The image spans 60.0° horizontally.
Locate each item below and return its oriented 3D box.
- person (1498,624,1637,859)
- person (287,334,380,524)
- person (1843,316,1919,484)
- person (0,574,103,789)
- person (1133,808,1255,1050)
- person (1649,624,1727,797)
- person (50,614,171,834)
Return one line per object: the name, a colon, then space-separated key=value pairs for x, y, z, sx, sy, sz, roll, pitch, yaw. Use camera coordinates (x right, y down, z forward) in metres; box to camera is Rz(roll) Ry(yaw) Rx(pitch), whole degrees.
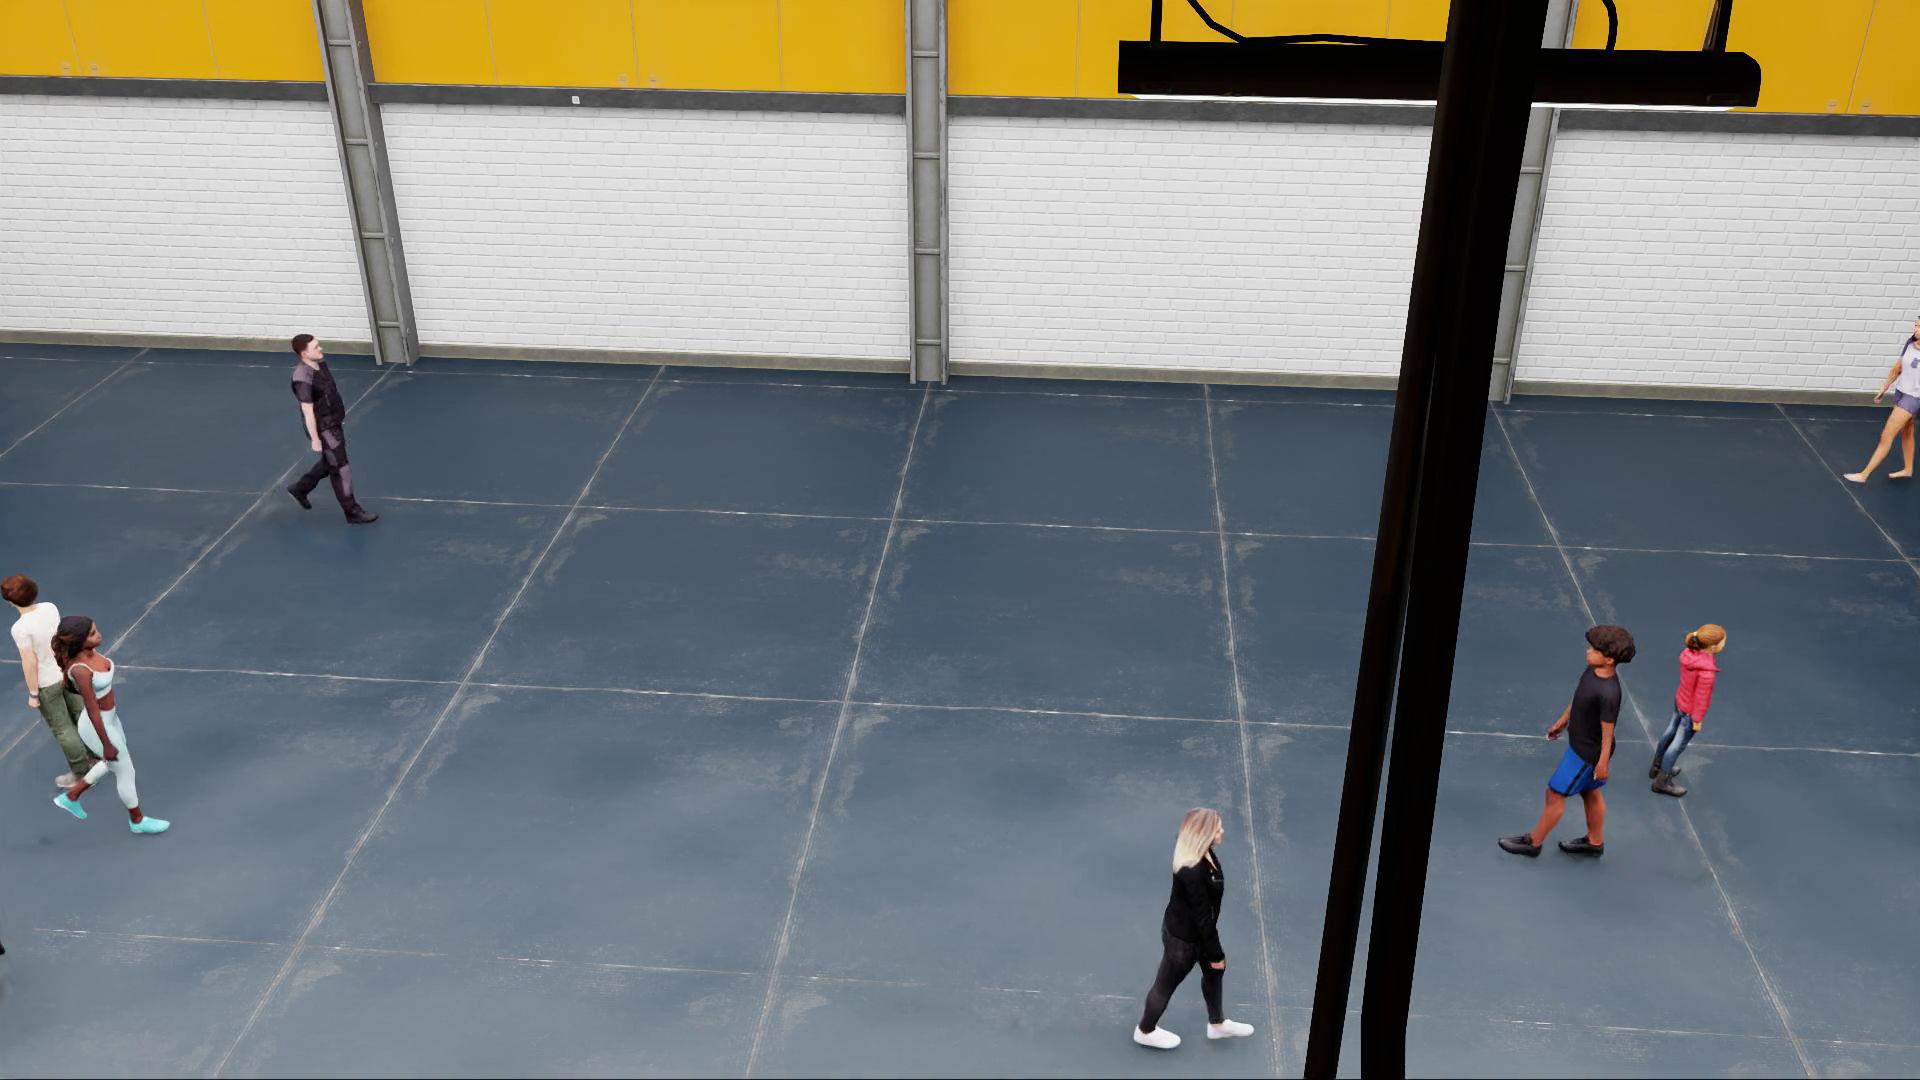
person: x=4.132 y=1.329 z=10.689 sx=0.952 sy=1.773 sz=0.676 roll=7 pitch=29 yaw=12
person: x=-5.756 y=-0.986 z=14.873 sx=1.099 sy=1.831 sz=0.856 roll=-3 pitch=29 yaw=-5
person: x=8.990 y=-1.314 z=15.610 sx=1.029 sy=1.700 sz=0.715 roll=-2 pitch=29 yaw=-4
person: x=-6.259 y=0.966 z=11.479 sx=0.551 sy=1.653 sz=0.595 roll=5 pitch=29 yaw=9
person: x=1.160 y=2.190 z=9.230 sx=0.915 sy=1.659 sz=0.644 roll=5 pitch=29 yaw=9
person: x=5.016 y=1.156 z=11.489 sx=0.509 sy=1.311 sz=0.530 roll=5 pitch=29 yaw=9
person: x=-5.698 y=1.251 z=10.901 sx=0.976 sy=1.707 sz=0.752 roll=-7 pitch=29 yaw=-13
